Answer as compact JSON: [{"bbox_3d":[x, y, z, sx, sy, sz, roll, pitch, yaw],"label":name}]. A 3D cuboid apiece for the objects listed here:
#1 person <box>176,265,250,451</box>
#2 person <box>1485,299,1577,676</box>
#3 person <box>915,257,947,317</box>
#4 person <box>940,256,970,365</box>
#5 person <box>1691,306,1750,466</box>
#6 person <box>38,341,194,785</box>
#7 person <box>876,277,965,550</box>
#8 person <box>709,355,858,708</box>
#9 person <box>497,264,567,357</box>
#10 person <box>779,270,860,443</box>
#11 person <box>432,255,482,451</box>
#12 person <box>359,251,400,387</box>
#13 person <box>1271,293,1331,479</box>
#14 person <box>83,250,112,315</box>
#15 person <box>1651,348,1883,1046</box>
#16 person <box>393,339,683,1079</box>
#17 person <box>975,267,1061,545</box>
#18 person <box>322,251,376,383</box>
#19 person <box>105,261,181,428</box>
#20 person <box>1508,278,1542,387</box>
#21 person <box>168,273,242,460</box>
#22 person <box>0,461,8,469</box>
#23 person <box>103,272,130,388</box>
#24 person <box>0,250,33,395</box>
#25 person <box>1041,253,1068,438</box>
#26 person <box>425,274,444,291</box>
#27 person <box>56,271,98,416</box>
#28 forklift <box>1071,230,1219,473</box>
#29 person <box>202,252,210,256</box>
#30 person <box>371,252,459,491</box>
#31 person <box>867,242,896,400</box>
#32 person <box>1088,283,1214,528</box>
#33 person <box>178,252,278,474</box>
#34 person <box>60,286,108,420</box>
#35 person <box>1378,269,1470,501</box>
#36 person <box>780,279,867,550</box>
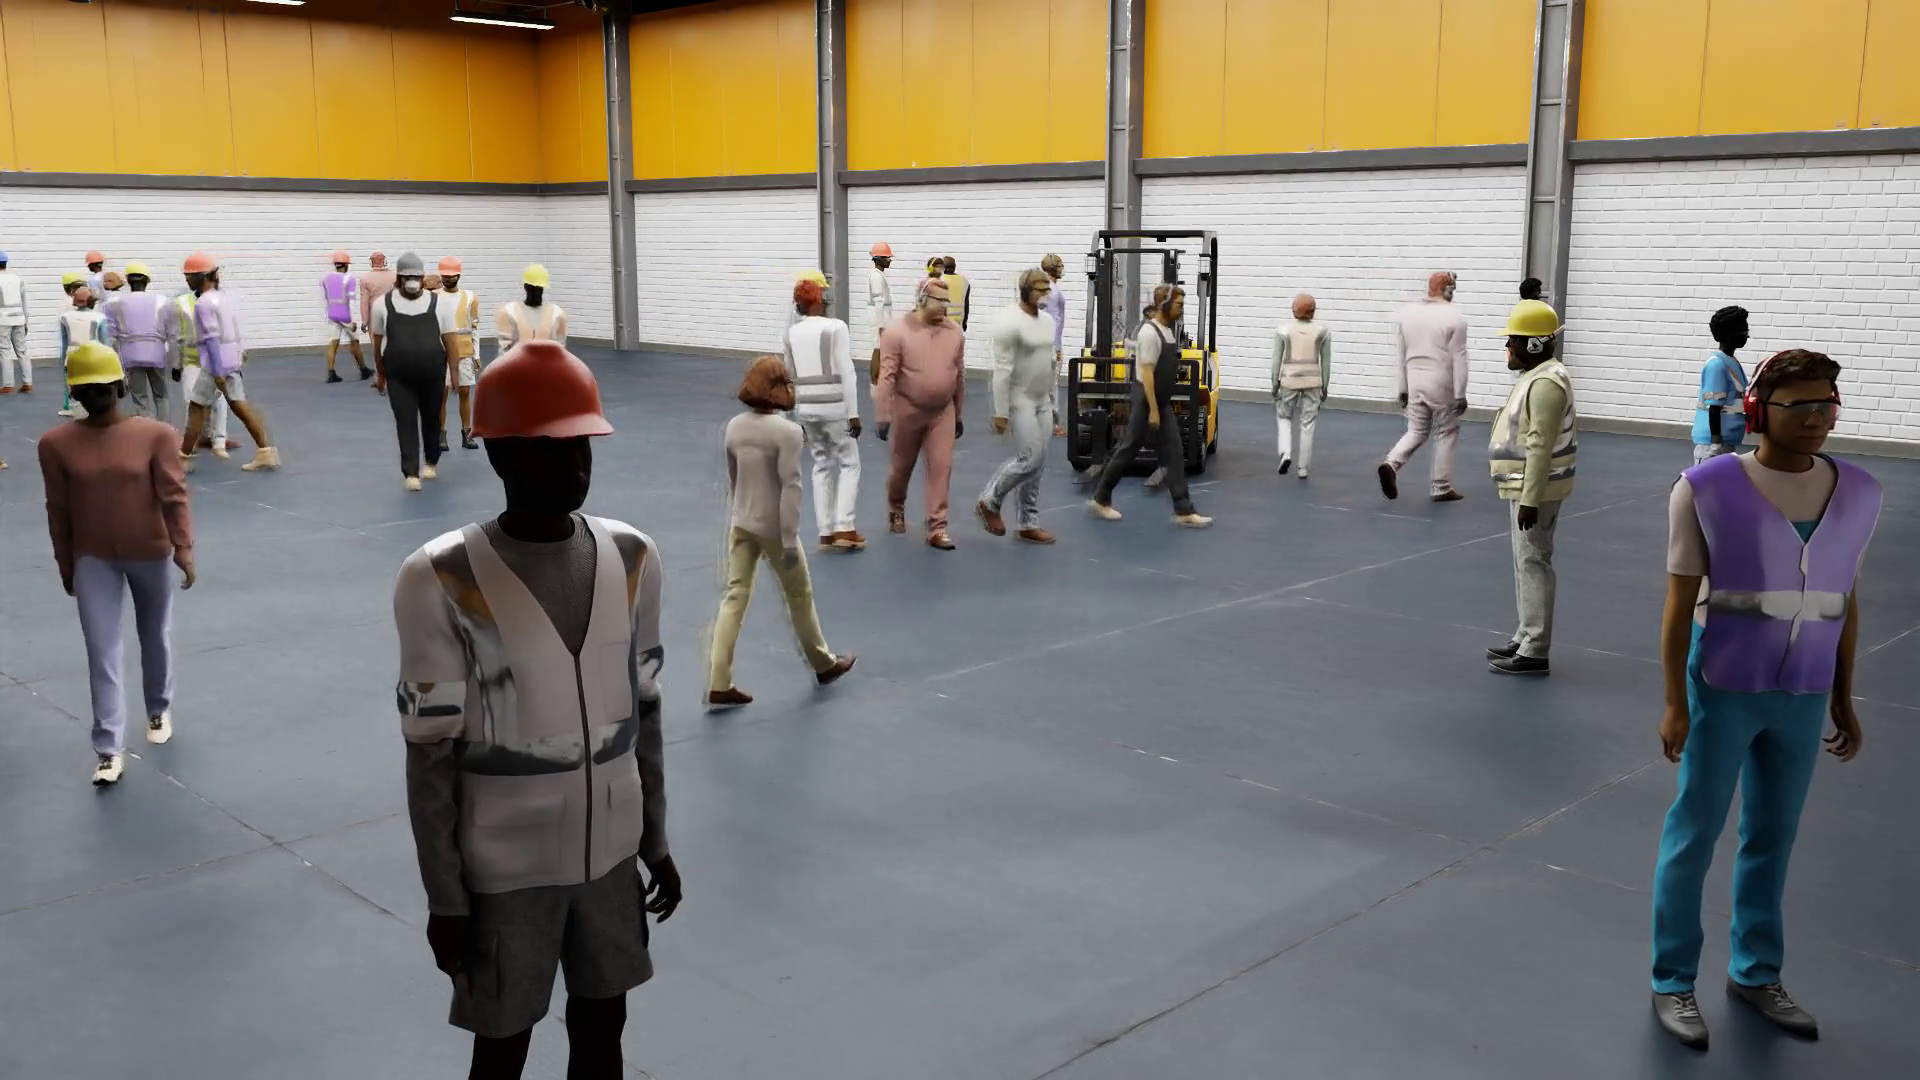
[{"bbox_3d":[-7.371,-1.847,16.541,0.712,1.918,0.628,2,11,11],"label":"person"},{"bbox_3d":[2.784,-0.254,8.135,0.403,1.825,0.592,2,11,13],"label":"person"},{"bbox_3d":[-0.355,-2.769,21.776,0.597,1.842,0.536,-6,12,-32],"label":"person"},{"bbox_3d":[-0.165,-3.058,23.365,0.633,1.841,0.429,-7,12,-32],"label":"person"},{"bbox_3d":[4.778,-0.619,10.462,0.319,1.696,0.532,6,12,31],"label":"person"},{"bbox_3d":[-3.365,0.061,6.683,0.537,1.714,0.907,-4,11,-20],"label":"person"},{"bbox_3d":[-0.285,-0.905,11.607,0.679,1.856,0.981,-4,11,-21],"label":"person"},{"bbox_3d":[-0.851,-0.049,7.619,0.519,1.581,0.872,8,13,39],"label":"person"},{"bbox_3d":[-3.738,-1.464,14.554,0.595,1.897,0.854,-3,11,-16],"label":"person"},{"bbox_3d":[-1.540,-1.851,16.934,0.913,1.796,0.595,-2,11,-13],"label":"person"},{"bbox_3d":[-5.030,-1.855,16.548,0.547,1.934,0.376,-6,12,-29],"label":"person"},{"bbox_3d":[-8.122,-3.093,23.392,0.639,1.904,0.402,-8,13,-38],"label":"person"},{"bbox_3d":[2.993,-1.347,14.618,0.513,1.630,0.359,2,11,8],"label":"person"},{"bbox_3d":[-12.933,-3.434,25.243,0.823,1.912,0.555,2,11,11],"label":"person"},{"bbox_3d":[2.122,0.413,4.432,0.564,1.843,0.394,-1,10,-8],"label":"person"},{"bbox_3d":[-0.776,0.591,3.193,0.545,1.942,0.354,-10,14,-43],"label":"person"},{"bbox_3d":[0.436,-0.918,11.484,0.492,1.919,0.632,7,13,35],"label":"person"},{"bbox_3d":[-9.004,-3.266,24.369,0.570,1.891,0.895,3,11,14],"label":"person"},{"bbox_3d":[-7.749,-1.690,15.786,0.611,1.888,0.475,-6,12,-29],"label":"person"},{"bbox_3d":[5.950,-1.919,17.563,0.319,1.692,0.539,4,11,19],"label":"person"},{"bbox_3d":[-7.164,-1.671,15.834,0.643,1.823,0.450,-9,14,-41],"label":"person"},{"bbox_3d":[-8.943,-1.604,15.011,0.391,1.995,0.613,2,11,10],"label":"person"},{"bbox_3d":[-11.779,-2.937,23.283,0.385,1.618,0.515,0,10,-3],"label":"person"},{"bbox_3d":[-12.766,-2.910,22.269,0.409,1.943,0.615,4,11,22],"label":"person"},{"bbox_3d":[0.960,-2.057,17.637,0.367,1.940,0.634,-2,11,-10],"label":"person"},{"bbox_3d":[-7.353,-2.920,23.330,0.514,1.591,0.865,3,11,16],"label":"person"},{"bbox_3d":[-10.270,-2.284,19.467,0.889,1.725,0.536,6,12,28],"label":"person"},{"bbox_3d":[1.804,-1.825,15.677,1.214,2.155,2.313,2,11,13],"label":"forklift"},{"bbox_3d":[-12.639,-3.901,27.956,0.612,1.841,0.788,3,11,18],"label":"person"},{"bbox_3d":[-4.644,-1.480,14.217,0.684,2.000,0.957,-4,11,-20],"label":"person"},{"bbox_3d":[-1.018,-2.836,21.604,0.373,2.043,0.615,-1,10,-6],"label":"person"},{"bbox_3d":[1.391,-0.994,12.270,0.982,1.796,0.530,7,12,33],"label":"person"},{"bbox_3d":[-6.697,-1.571,14.895,1.076,1.983,0.616,-1,10,-5],"label":"person"},{"bbox_3d":[-8.847,-1.758,16.862,0.528,1.623,0.360,-1,10,-3],"label":"person"},{"bbox_3d":[3.715,-1.209,13.222,0.749,1.872,0.651,-8,13,-36],"label":"person"},{"bbox_3d":[-0.926,-0.843,11.308,0.678,1.836,0.346,7,12,33],"label":"person"}]
